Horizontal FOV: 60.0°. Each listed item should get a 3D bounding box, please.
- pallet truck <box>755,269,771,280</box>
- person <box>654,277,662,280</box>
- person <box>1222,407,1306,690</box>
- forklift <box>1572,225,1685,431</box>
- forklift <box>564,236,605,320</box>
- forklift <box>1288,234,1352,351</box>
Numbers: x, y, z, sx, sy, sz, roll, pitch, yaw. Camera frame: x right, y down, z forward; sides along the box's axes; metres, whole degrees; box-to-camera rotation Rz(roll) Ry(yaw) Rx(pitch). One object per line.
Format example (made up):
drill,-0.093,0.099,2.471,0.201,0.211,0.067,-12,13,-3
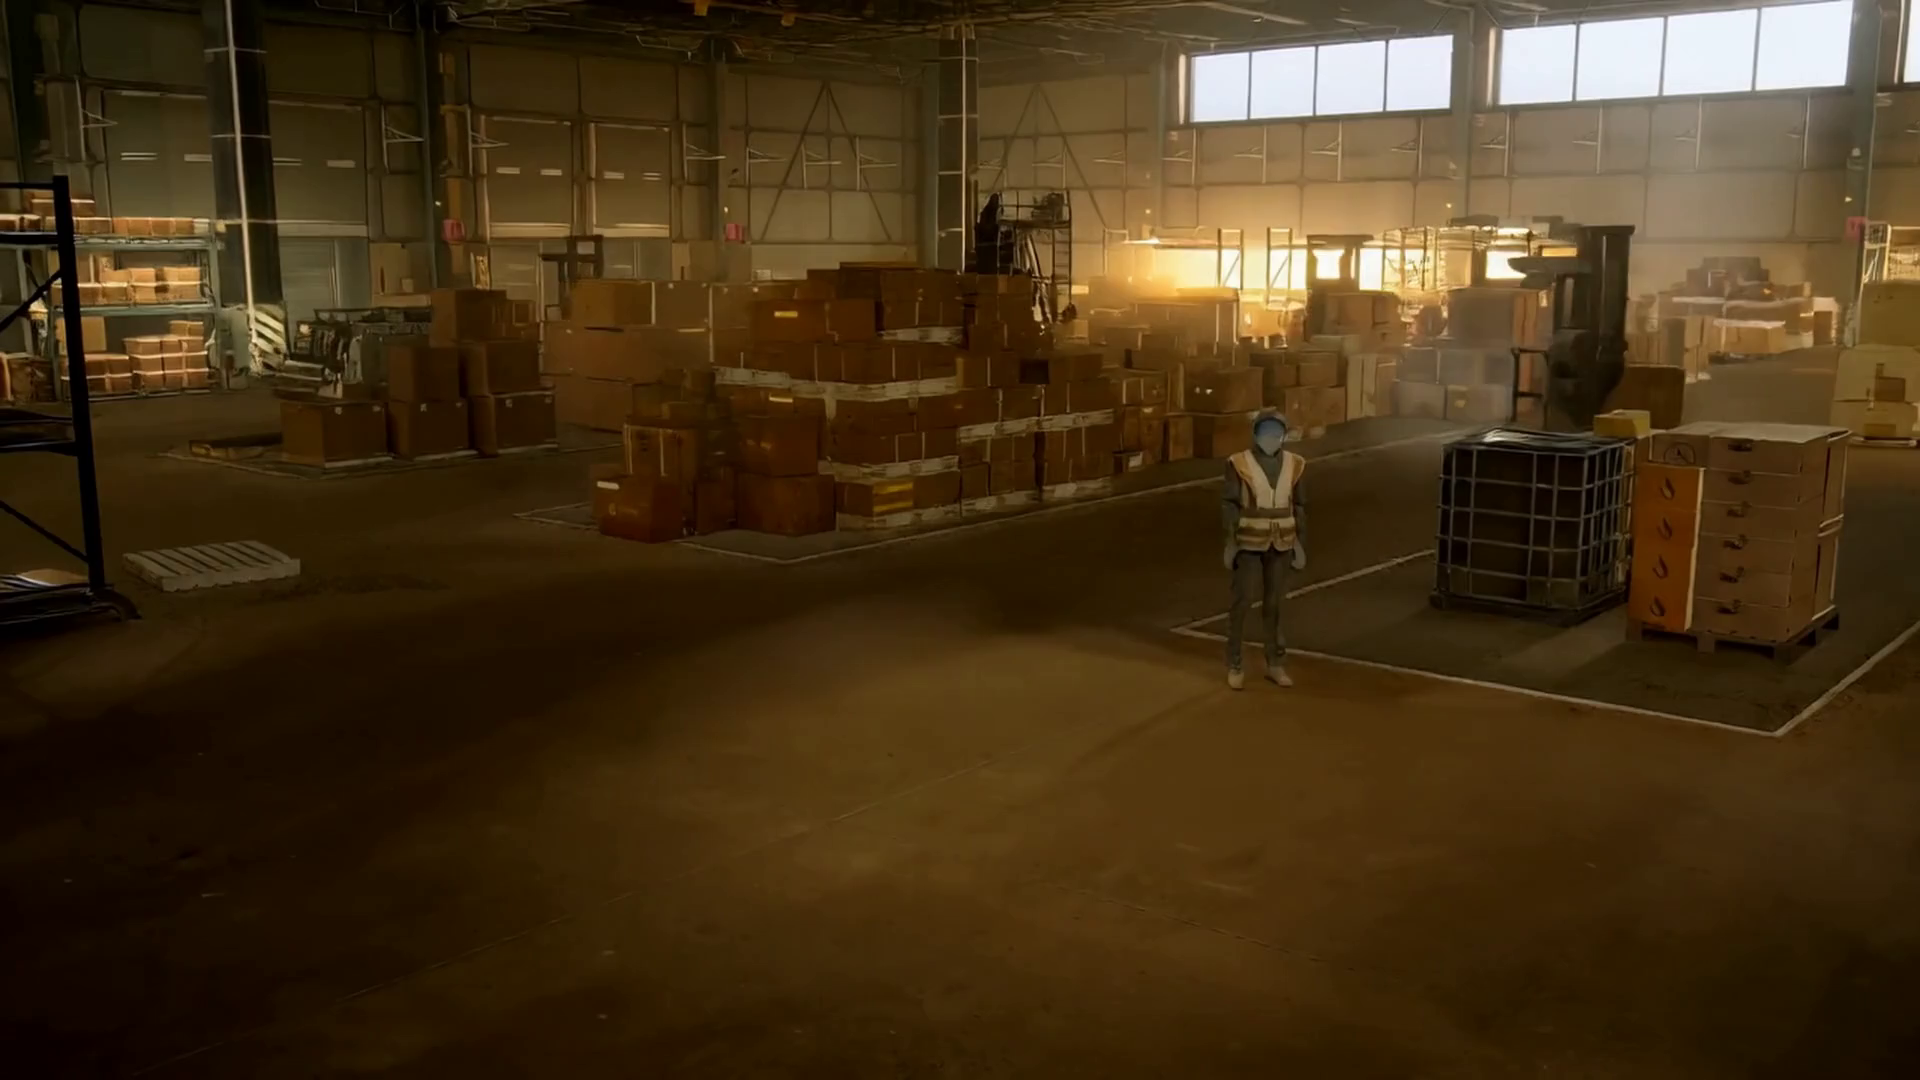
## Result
pallet truck,-4.996,-6.432,45.525,1.885,1.965,0.823,-6,12,-32
person,-6.515,-4.726,36.014,0.636,1.931,0.376,-5,11,-24
person,1.758,0.048,9.653,0.511,1.639,0.308,-2,10,-10
forklift,8.066,-2.563,20.986,1.873,2.768,1.129,-1,10,-4
forklift,-8.642,-5.648,38.550,1.873,2.768,1.129,8,13,40
forklift,7.697,-5.002,34.874,1.129,2.768,1.873,-1,10,-8
